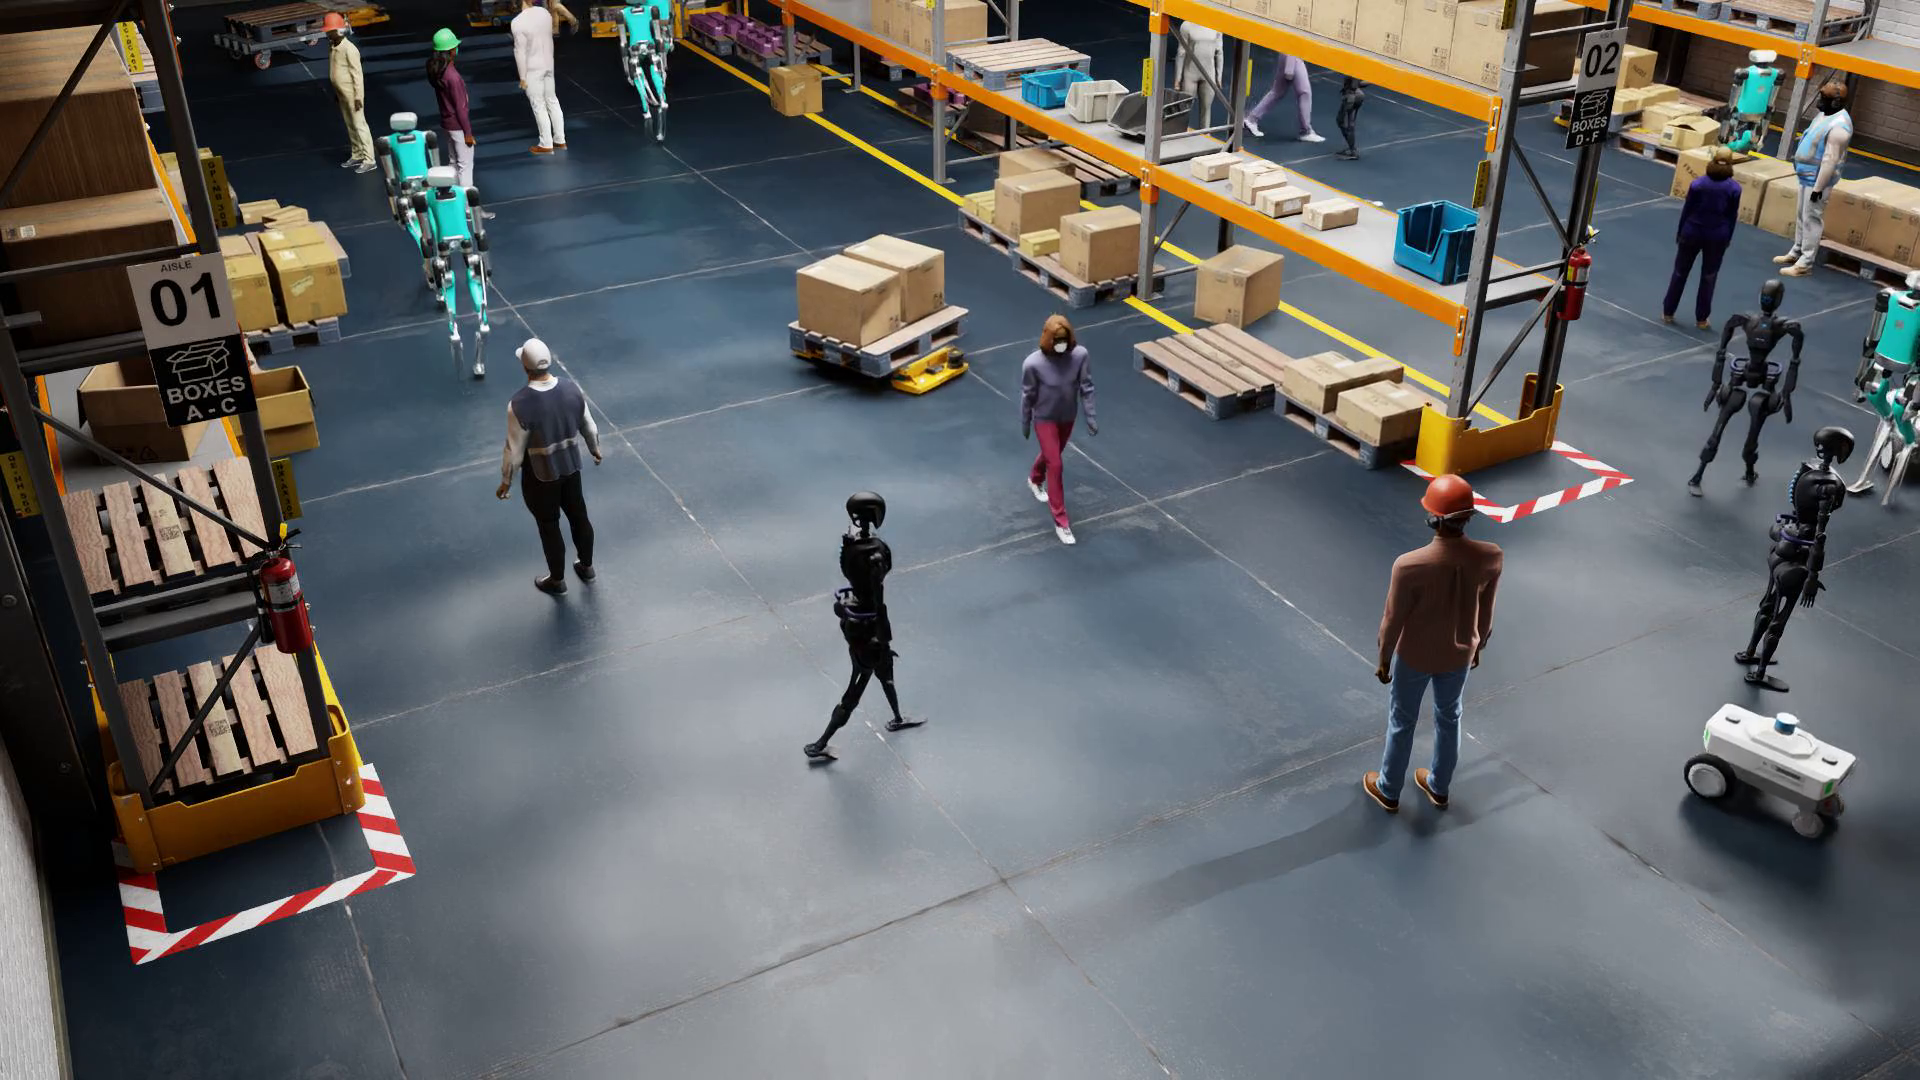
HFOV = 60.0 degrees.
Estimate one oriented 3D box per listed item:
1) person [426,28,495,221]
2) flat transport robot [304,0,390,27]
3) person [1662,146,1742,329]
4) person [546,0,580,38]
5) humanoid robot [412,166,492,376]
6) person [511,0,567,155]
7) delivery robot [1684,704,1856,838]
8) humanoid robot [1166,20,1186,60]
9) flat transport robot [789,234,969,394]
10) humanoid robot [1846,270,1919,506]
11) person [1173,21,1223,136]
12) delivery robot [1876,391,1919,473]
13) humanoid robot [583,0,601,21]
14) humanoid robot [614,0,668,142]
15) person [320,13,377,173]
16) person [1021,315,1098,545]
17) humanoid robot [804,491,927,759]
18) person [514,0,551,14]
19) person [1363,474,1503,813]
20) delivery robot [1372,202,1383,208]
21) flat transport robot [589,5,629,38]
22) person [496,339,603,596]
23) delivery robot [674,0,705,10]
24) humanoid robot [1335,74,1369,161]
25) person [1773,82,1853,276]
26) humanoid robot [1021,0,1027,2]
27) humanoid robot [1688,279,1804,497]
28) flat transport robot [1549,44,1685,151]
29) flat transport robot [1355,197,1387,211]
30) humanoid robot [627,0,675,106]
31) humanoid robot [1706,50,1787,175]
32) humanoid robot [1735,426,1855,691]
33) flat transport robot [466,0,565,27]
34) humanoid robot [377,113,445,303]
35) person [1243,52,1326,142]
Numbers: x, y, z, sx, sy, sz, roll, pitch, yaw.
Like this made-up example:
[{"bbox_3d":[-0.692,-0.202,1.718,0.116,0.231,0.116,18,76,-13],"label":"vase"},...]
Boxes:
[{"bbox_3d":[-5.203,-4.269,17.152,0.417,1.955,0.493,-22,37,-33],"label":"person"},{"bbox_3d":[-9.444,-8.128,25.559,1.431,0.231,0.659,25,38,36],"label":"flat transport robot"},{"bbox_3d":[6.593,-2.687,14.731,0.462,1.616,0.369,14,33,23],"label":"person"},{"bbox_3d":[-5.920,-8.151,24.132,0.542,1.732,0.444,23,37,34],"label":"person"},{"bbox_3d":[-4.088,-2.076,13.634,0.538,1.865,0.731,-9,31,-15],"label":"humanoid robot"},{"bbox_3d":[-4.890,-5.422,19.195,0.386,1.925,0.622,15,33,24],"label":"person"},{"bbox_3d":[4.403,1.206,9.029,0.499,0.601,0.805,-26,39,-38],"label":"delivery robot"},{"bbox_3d":[3.231,-7.302,22.775,0.797,1.626,0.608,9,31,15],"label":"humanoid robot"},{"bbox_3d":[-0.684,-1.598,14.191,1.431,0.231,0.659,22,36,33],"label":"flat transport robot"},{"bbox_3d":[6.726,-1.076,11.833,0.670,1.825,0.539,-15,33,-25],"label":"humanoid robot"},{"bbox_3d":[2.734,-5.347,19.095,0.568,1.888,0.380,-3,30,-6],"label":"person"},{"bbox_3d":[7.240,-0.848,12.567,0.499,0.563,0.738,6,30,10],"label":"delivery robot"},{"bbox_3d":[-5.672,-8.759,25.257,0.612,1.639,0.415,-1,30,-1],"label":"humanoid robot"},{"bbox_3d":[-3.662,-5.440,19.440,0.562,1.794,0.845,-9,31,-16],"label":"humanoid robot"},{"bbox_3d":[-6.881,-5.021,18.660,0.334,1.748,0.571,-26,39,-37],"label":"person"},{"bbox_3d":[0.650,-0.856,11.570,0.495,1.582,0.871,-14,33,-22],"label":"person"},{"bbox_3d":[-0.541,0.466,9.236,0.783,1.627,0.598,-11,32,-18],"label":"humanoid robot"},{"bbox_3d":[-5.872,-7.412,22.743,0.556,1.833,0.481,-16,33,-25],"label":"person"},{"bbox_3d":[2.463,0.565,8.709,0.610,1.986,0.402,-5,30,-9],"label":"person"},{"bbox_3d":[4.079,-3.038,16.431,0.499,0.614,0.815,-10,31,-17],"label":"delivery robot"},{"bbox_3d":[-5.213,-7.791,24.973,0.659,0.231,1.431,-6,30,-10],"label":"flat transport robot"},{"bbox_3d":[-2.636,-0.468,10.726,0.437,1.757,0.774,25,38,37],"label":"person"},{"bbox_3d":[-4.273,-8.213,25.438,0.811,0.613,0.499,-20,35,-31],"label":"delivery robot"},{"bbox_3d":[4.497,-5.180,19.020,0.343,1.648,0.584,0,30,1],"label":"humanoid robot"},{"bbox_3d":[8.128,-3.430,15.817,0.431,1.837,0.624,6,30,11],"label":"person"},{"bbox_3d":[0.902,-9.382,26.339,0.611,1.644,0.434,7,31,12],"label":"humanoid robot"},{"bbox_3d":[5.690,-1.083,11.924,0.591,1.637,0.552,15,33,24],"label":"humanoid robot"},{"bbox_3d":[7.977,-5.003,20.119,0.659,0.231,1.431,-16,33,-25],"label":"flat transport robot"},{"bbox_3d":[4.113,-3.196,16.974,0.659,0.231,1.431,-9,31,-15],"label":"flat transport robot"},{"bbox_3d":[-3.915,-6.265,20.951,0.716,1.896,0.550,26,39,38],"label":"humanoid robot"},{"bbox_3d":[8.112,-4.331,17.515,0.539,1.783,0.978,-2,30,-4],"label":"humanoid robot"},{"bbox_3d":[4.960,0.078,9.845,0.315,1.657,0.599,7,31,12],"label":"humanoid robot"},{"bbox_3d":[-6.781,-8.040,25.405,1.431,0.231,0.659,-10,31,-17],"label":"flat transport robot"},{"bbox_3d":[-4.880,-2.928,15.074,0.547,1.750,1.037,-10,31,-16],"label":"humanoid robot"},{"bbox_3d":[3.883,-5.649,19.655,0.959,1.857,0.646,2,30,3],"label":"person"}]
